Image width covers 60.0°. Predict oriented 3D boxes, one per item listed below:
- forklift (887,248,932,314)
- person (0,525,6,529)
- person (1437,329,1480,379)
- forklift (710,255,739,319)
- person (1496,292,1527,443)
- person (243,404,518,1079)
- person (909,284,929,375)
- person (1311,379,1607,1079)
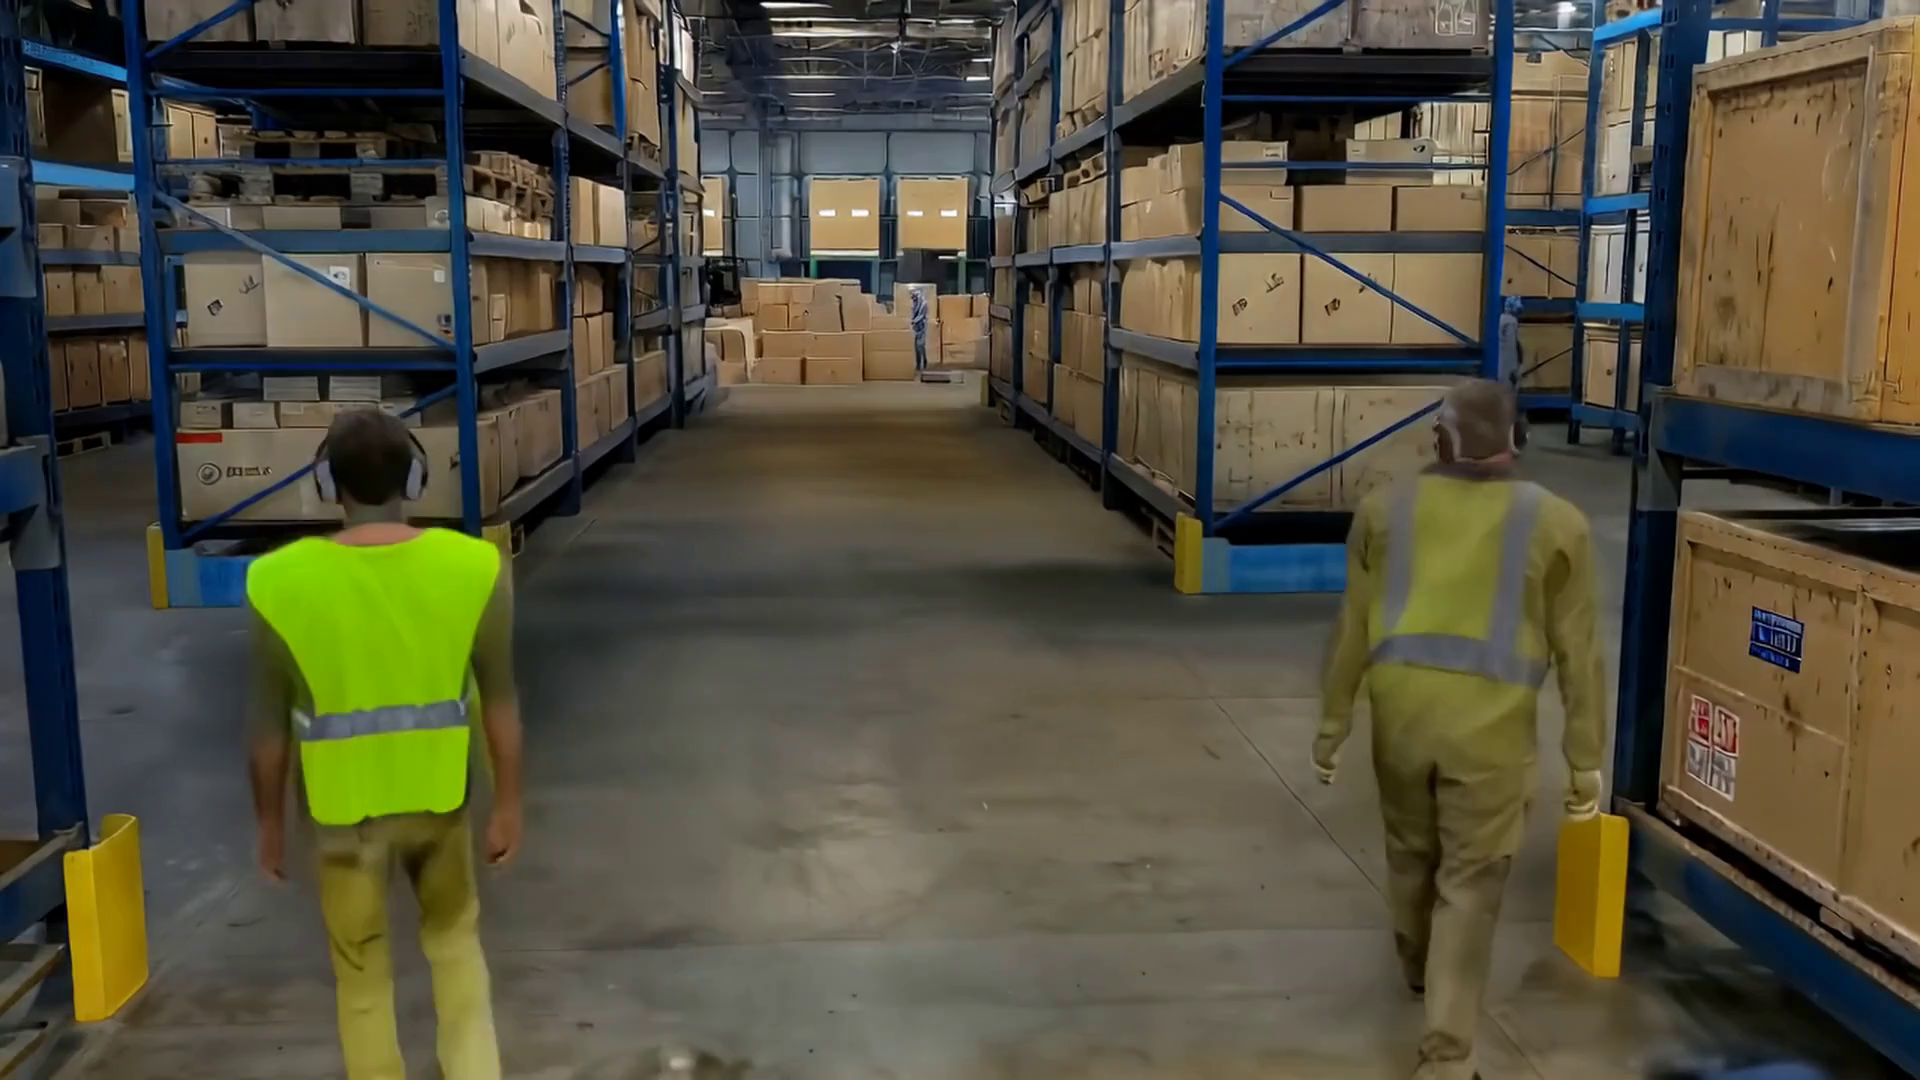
[{"bbox_3d":[-1.126,-6.429,44.700,1.873,2.768,1.129,6,11,33],"label":"forklift"},{"bbox_3d":[-7.936,-0.931,13.474,0.629,1.828,0.449,3,10,19],"label":"person"},{"bbox_3d":[4.512,-1.100,14.960,0.319,1.690,0.530,-6,11,-35],"label":"person"},{"bbox_3d":[-8.368,-8.713,59.038,1.129,2.768,1.873,-1,9,-4],"label":"forklift"},{"bbox_3d":[6.958,-2.178,21.051,0.405,1.911,0.636,0,9,2],"label":"person"},{"bbox_3d":[-1.295,0.611,3.791,0.565,1.831,0.525,-5,10,-28],"label":"person"},{"bbox_3d":[-0.883,-4.455,35.272,0.376,1.933,0.544,-5,10,-29],"label":"person"},{"bbox_3d":[1.352,0.502,4.455,0.731,1.836,1.031,6,11,33],"label":"person"}]
